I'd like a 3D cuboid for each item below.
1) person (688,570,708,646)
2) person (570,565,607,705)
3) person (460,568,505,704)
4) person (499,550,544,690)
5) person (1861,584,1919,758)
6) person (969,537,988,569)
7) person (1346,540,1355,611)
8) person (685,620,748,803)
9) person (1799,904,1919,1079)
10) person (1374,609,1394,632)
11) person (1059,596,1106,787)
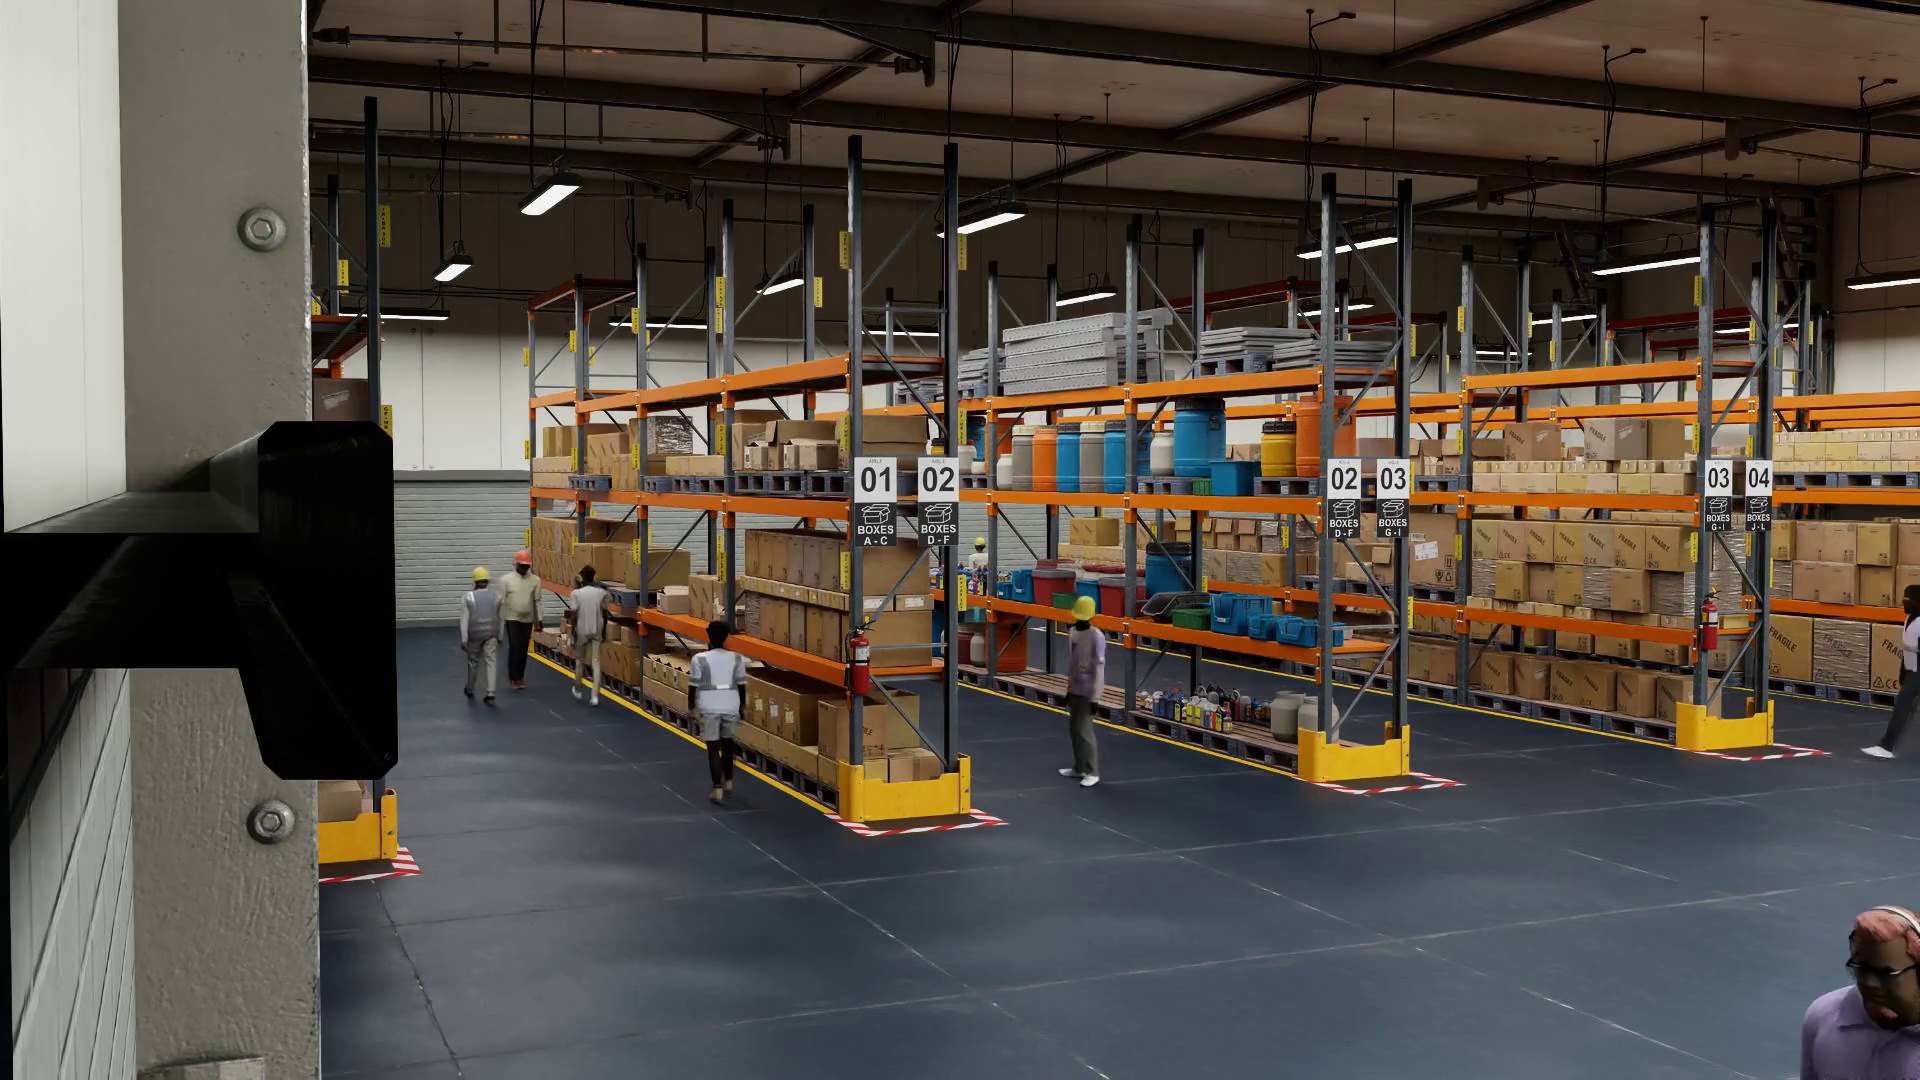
[{"bbox_3d":[-3.816,1.253,26.351,0.526,1.611,0.470,-1,2,-26],"label":"person"},{"bbox_3d":[-4.927,1.252,23.744,0.514,1.816,0.992,-1,2,-21],"label":"person"},{"bbox_3d":[-6.358,1.265,23.789,0.615,1.782,0.947,-1,3,-29],"label":"person"},{"bbox_3d":[-6.160,1.126,25.198,0.646,1.960,0.691,-1,3,-34],"label":"person"},{"bbox_3d":[10.254,1.406,19.169,1.022,1.876,0.603,1,2,16],"label":"person"},{"bbox_3d":[0.404,0.827,35.469,0.527,1.772,0.301,-1,2,-23],"label":"person"},{"bbox_3d":[6.808,0.931,31.436,0.595,1.867,0.417,-1,2,-24],"label":"person"},{"bbox_3d":[-2.300,1.591,16.787,0.549,1.668,0.694,-1,2,-28],"label":"person"},{"bbox_3d":[2.623,1.943,4.991,0.426,1.885,0.680,-1,3,-29],"label":"person"},{"bbox_3d":[6.821,1.075,28.481,0.492,1.808,0.985,-1,2,-22],"label":"person"},{"bbox_3d":[1.186,1.464,17.526,0.401,1.873,0.753,-1,2,-21],"label":"person"}]
